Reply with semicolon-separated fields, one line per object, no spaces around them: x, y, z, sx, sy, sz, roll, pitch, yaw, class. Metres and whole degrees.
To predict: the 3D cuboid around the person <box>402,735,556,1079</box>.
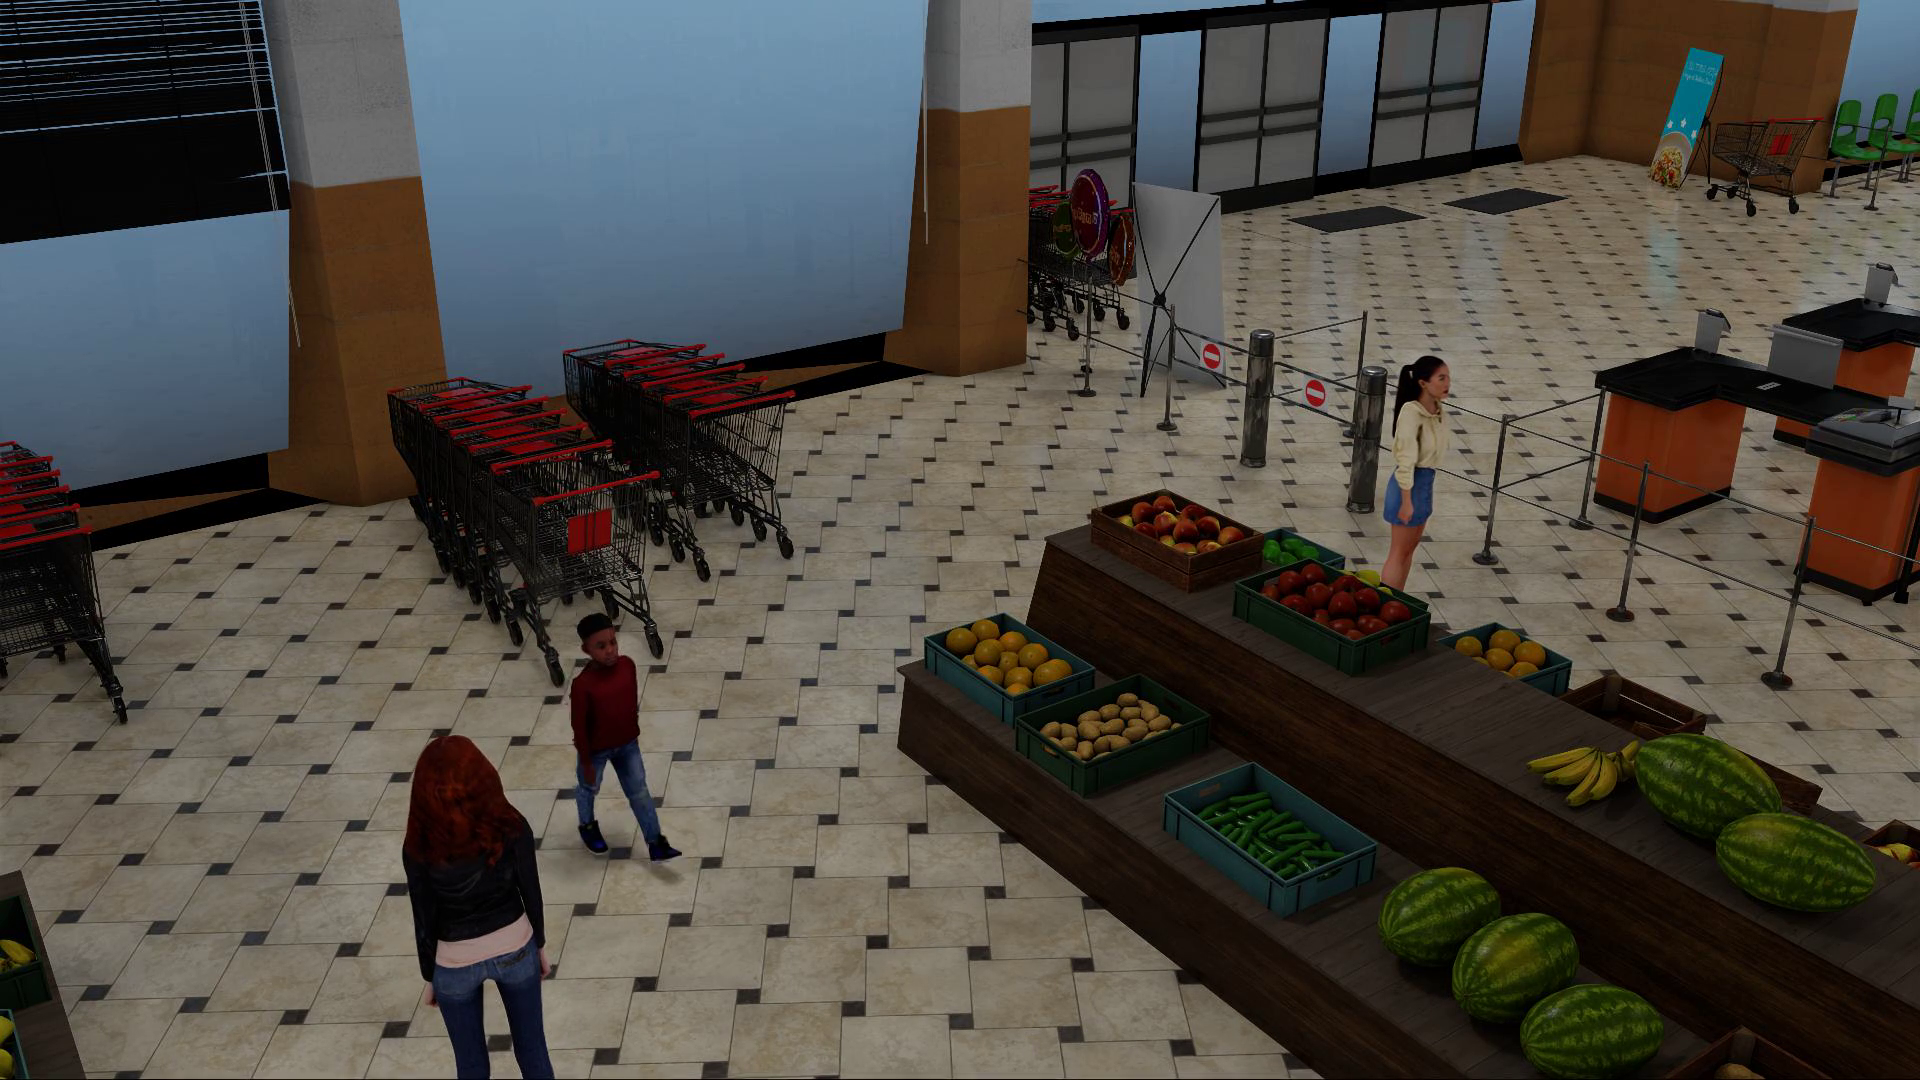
-1.590;1.439;5.572;0.622;1.789;0.598;-9;25;-19;person

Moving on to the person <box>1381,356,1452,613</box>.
2.645;-0.294;9.729;0.684;1.631;0.711;15;28;31;person

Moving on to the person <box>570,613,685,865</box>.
-1.635;0.890;7.522;0.600;1.231;0.877;-22;32;-40;person
